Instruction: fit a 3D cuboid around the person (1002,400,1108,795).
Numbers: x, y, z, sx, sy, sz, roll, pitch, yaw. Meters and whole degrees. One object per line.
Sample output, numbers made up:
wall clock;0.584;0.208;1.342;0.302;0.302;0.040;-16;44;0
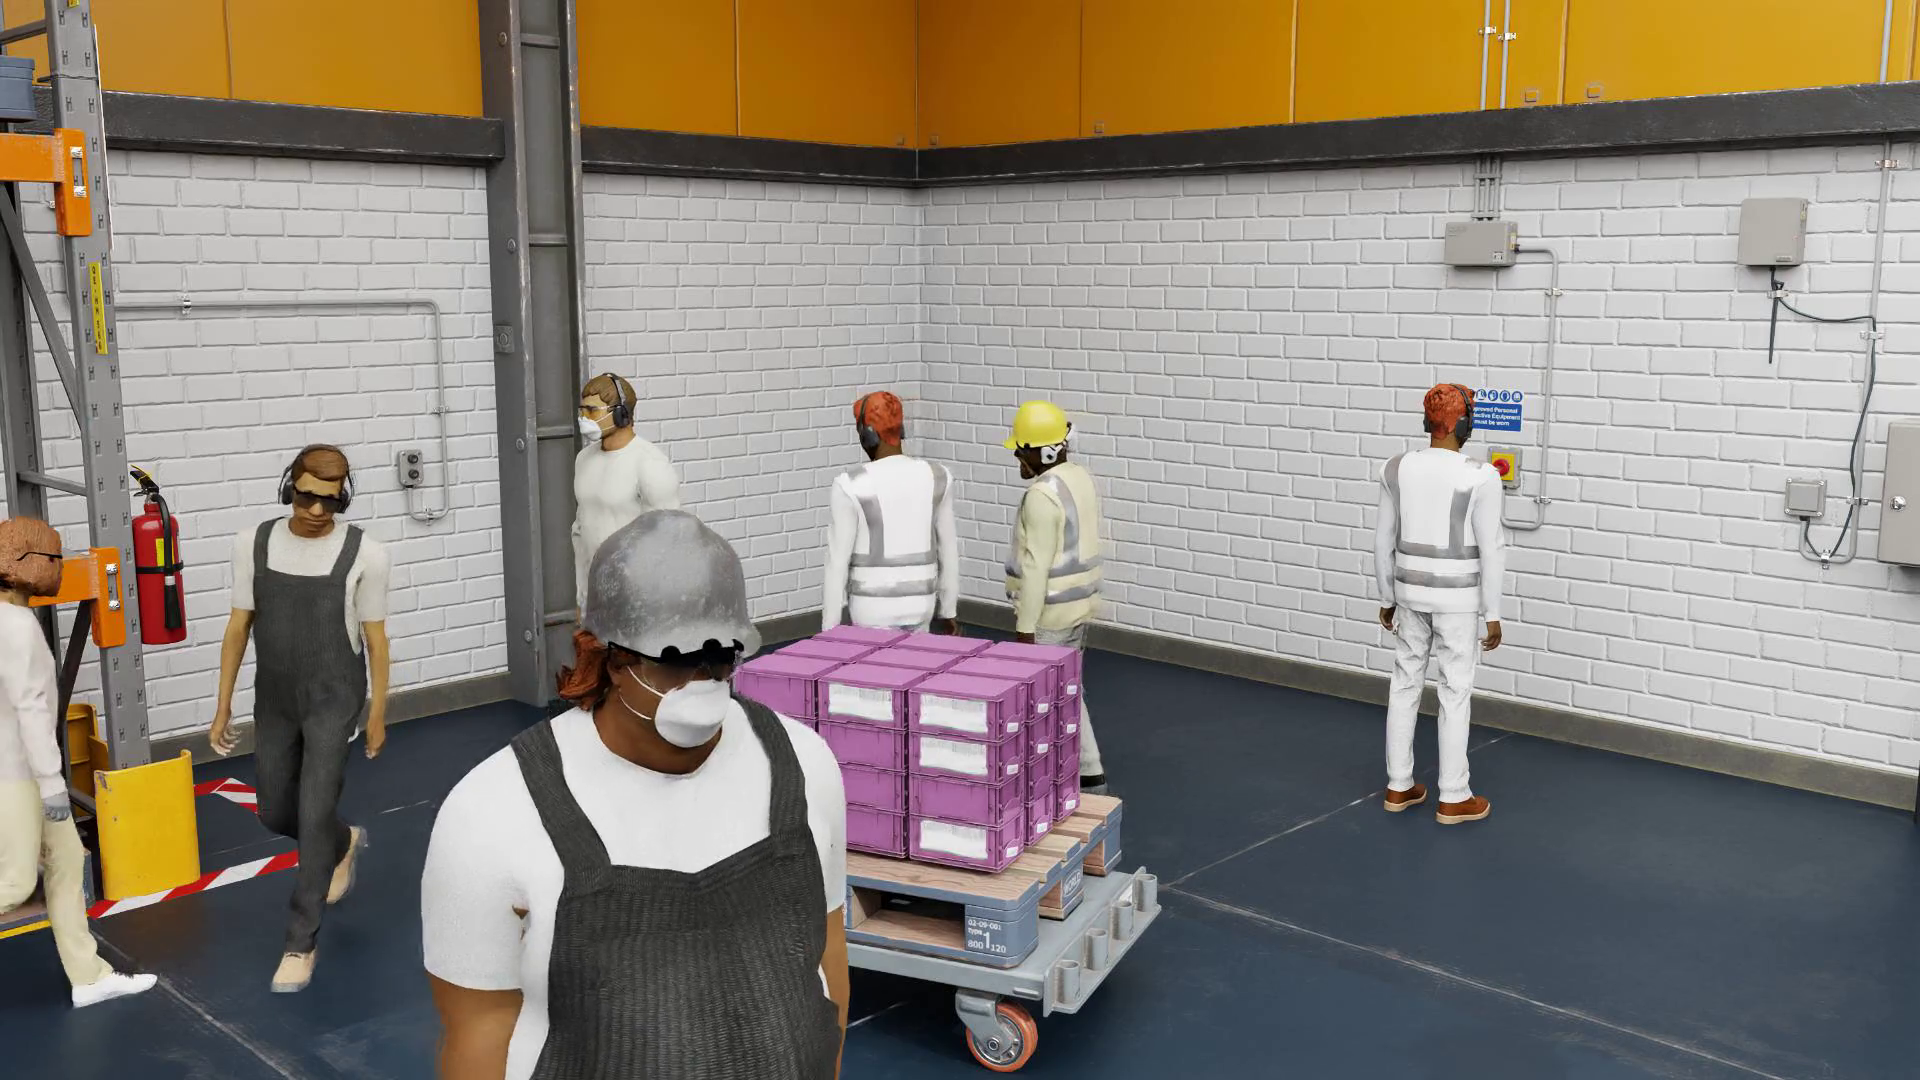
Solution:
person;0.385;0.290;7.238;0.431;1.800;0.639;4;10;23

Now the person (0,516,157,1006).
person;-2.991;0.729;5.164;0.728;1.602;0.528;-5;11;-30

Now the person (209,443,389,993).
person;-2.191;0.551;5.661;0.598;1.805;0.734;0;9;1

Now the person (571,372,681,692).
person;-1.419;0.263;7.014;0.635;1.937;0.352;9;13;43

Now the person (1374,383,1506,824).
person;2.057;0.270;7.136;0.345;1.882;0.584;-9;13;-44

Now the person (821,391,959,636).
person;-0.245;0.313;6.931;0.614;1.864;0.563;-6;11;-32
